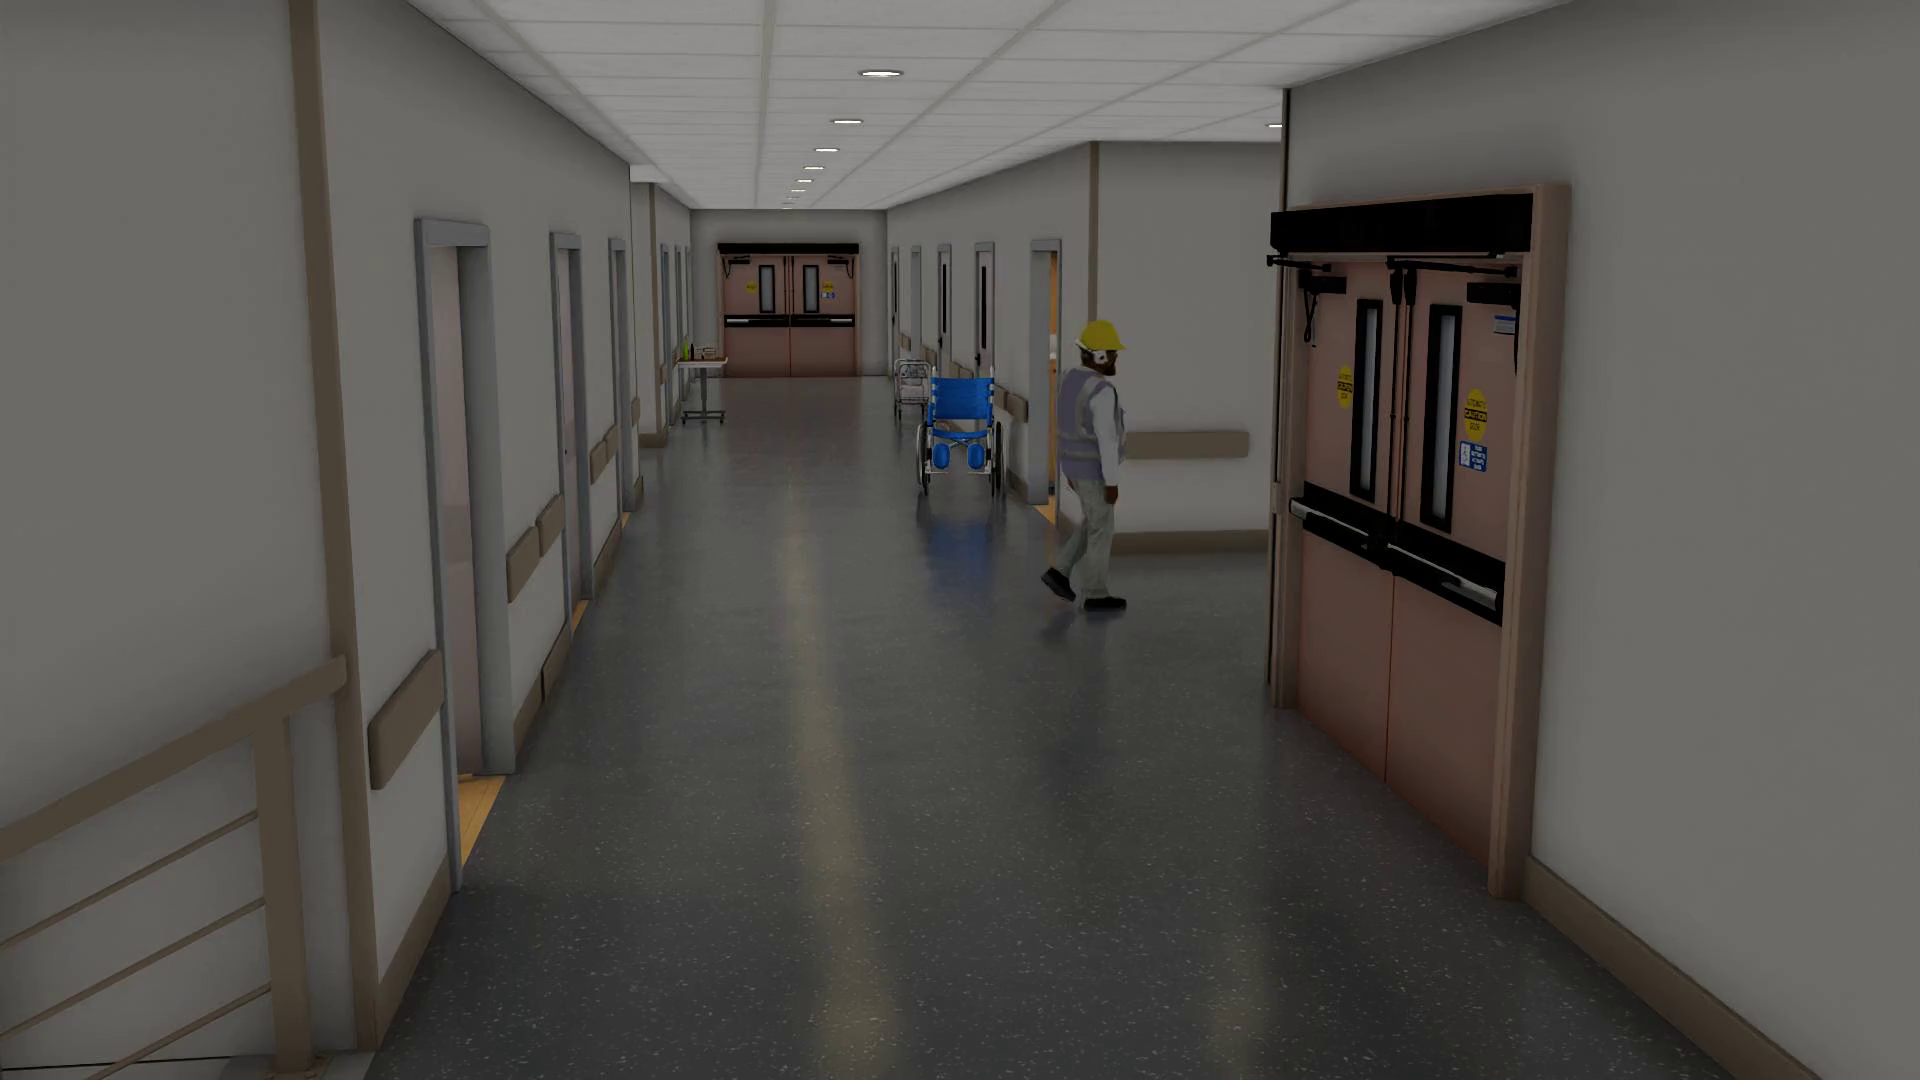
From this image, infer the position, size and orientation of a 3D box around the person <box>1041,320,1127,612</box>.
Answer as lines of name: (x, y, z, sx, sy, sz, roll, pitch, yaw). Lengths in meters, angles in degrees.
person: (0.812, -0.445, 10.279, 0.435, 1.815, 0.610, -3, 10, -19)
